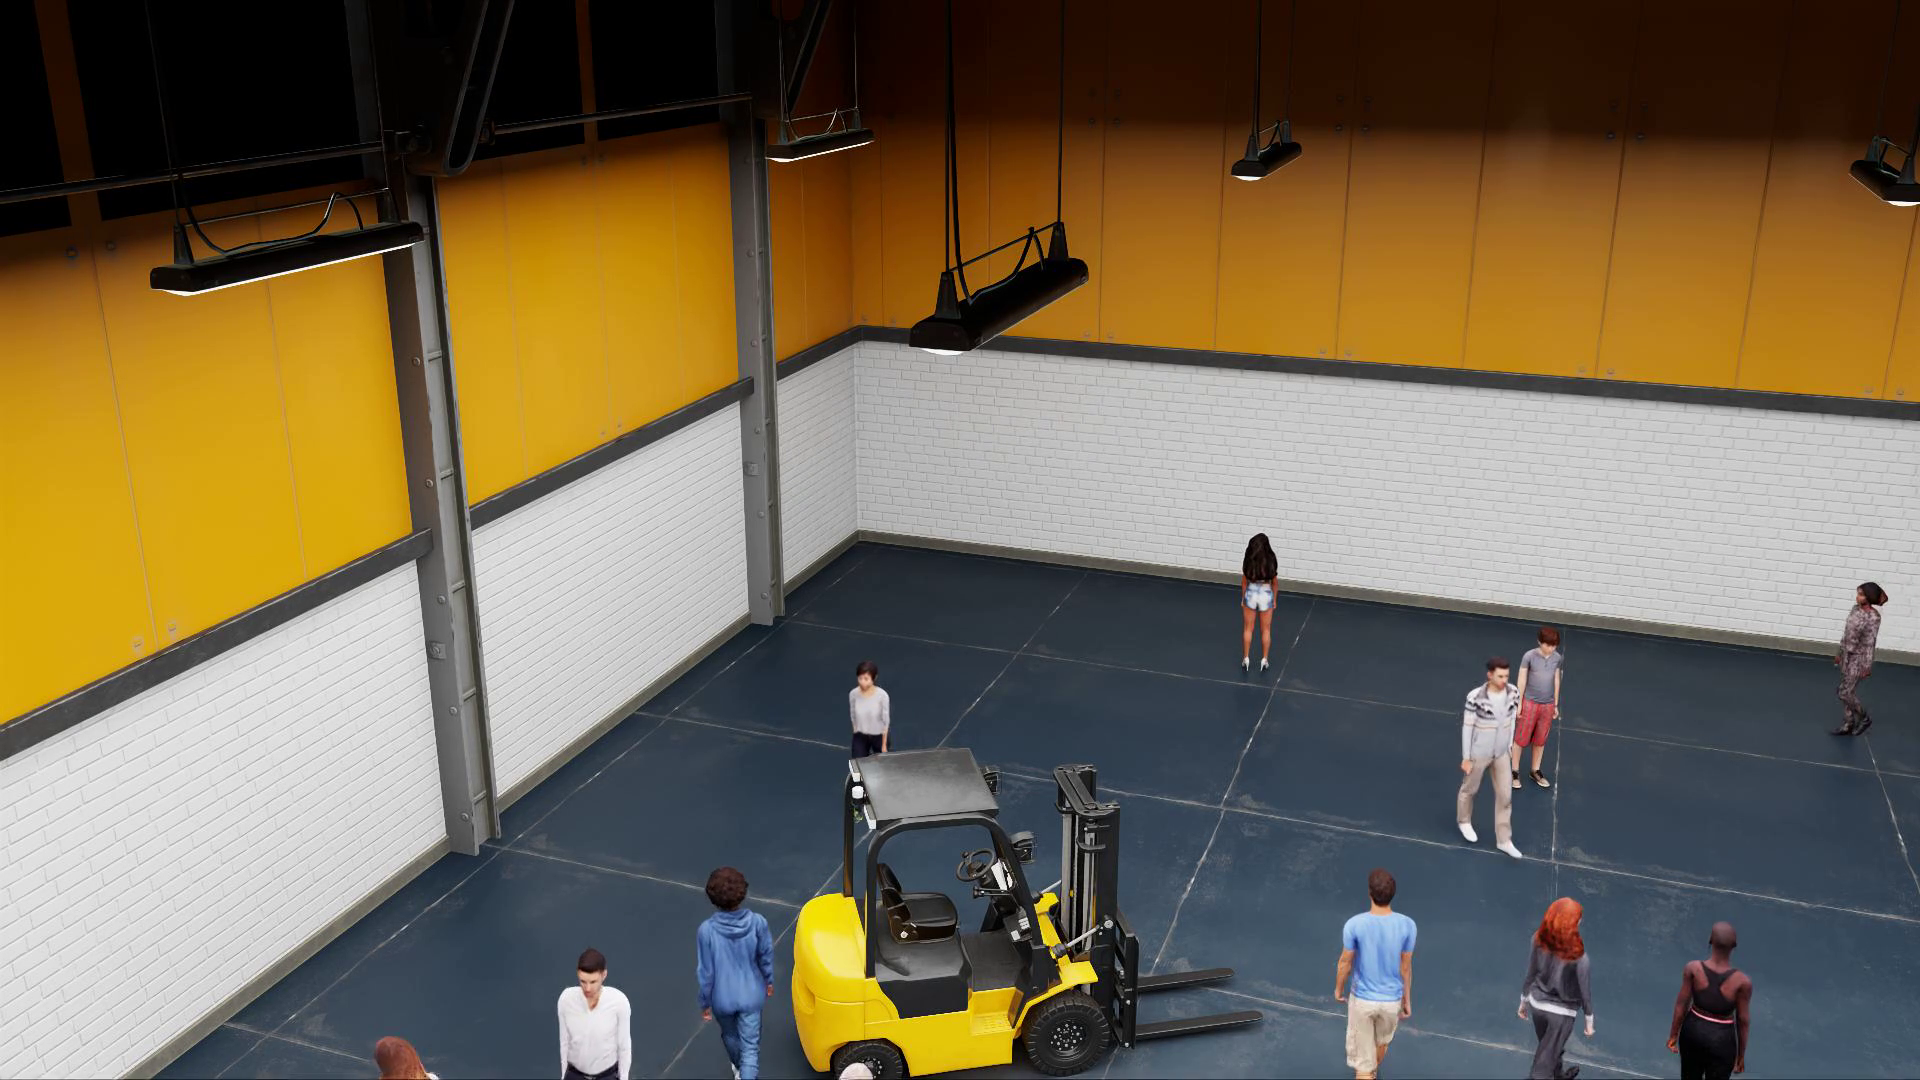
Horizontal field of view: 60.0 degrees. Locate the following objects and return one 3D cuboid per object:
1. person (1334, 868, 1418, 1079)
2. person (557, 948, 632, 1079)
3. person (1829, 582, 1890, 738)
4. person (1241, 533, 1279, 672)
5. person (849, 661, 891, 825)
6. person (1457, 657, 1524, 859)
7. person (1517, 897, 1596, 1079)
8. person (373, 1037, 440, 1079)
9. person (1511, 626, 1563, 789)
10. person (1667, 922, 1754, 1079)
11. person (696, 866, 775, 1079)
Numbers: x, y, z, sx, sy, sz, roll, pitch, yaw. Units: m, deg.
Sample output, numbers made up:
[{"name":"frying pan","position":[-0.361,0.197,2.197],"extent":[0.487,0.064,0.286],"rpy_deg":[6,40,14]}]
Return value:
[{"name":"person","position":[2.823,3.148,11.197],"extent":[0.886,1.831,1.142],"rpy_deg":[0,19,-1]},{"name":"person","position":[-2.290,3.340,10.591],"extent":[0.785,1.853,0.892],"rpy_deg":[1,19,4]},{"name":"person","position":[9.286,1.238,17.062],"extent":[0.727,1.708,0.668],"rpy_deg":[1,19,3]},{"name":"person","position":[3.368,0.702,18.782],"extent":[0.588,1.626,0.590],"rpy_deg":[4,19,11]},{"name":"person","position":[-0.797,1.841,15.581],"extent":[0.673,1.511,1.078],"rpy_deg":[4,19,11]},{"name":"person","position":[4.716,1.870,14.996],"extent":[1.018,1.829,1.140],"rpy_deg":[-4,19,-10]},{"name":"person","position":[3.900,3.229,11.106],"extent":[1.145,1.737,1.006],"rpy_deg":[-12,22,-33]},{"name":"person","position":[-3.262,3.686,9.843],"extent":[0.754,1.676,0.815],"rpy_deg":[-3,19,-8]},{"name":"person","position":[5.583,1.588,16.113],"extent":[0.658,1.650,0.656],"rpy_deg":[-1,19,-4]},{"name":"person","position":[4.840,3.325,10.809],"extent":[0.764,1.743,0.944],"rpy_deg":[11,22,30]},{"name":"person","position":[-1.514,3.136,11.326],"extent":[1.022,1.771,1.248],"rpy_deg":[-2,19,-7]}]
